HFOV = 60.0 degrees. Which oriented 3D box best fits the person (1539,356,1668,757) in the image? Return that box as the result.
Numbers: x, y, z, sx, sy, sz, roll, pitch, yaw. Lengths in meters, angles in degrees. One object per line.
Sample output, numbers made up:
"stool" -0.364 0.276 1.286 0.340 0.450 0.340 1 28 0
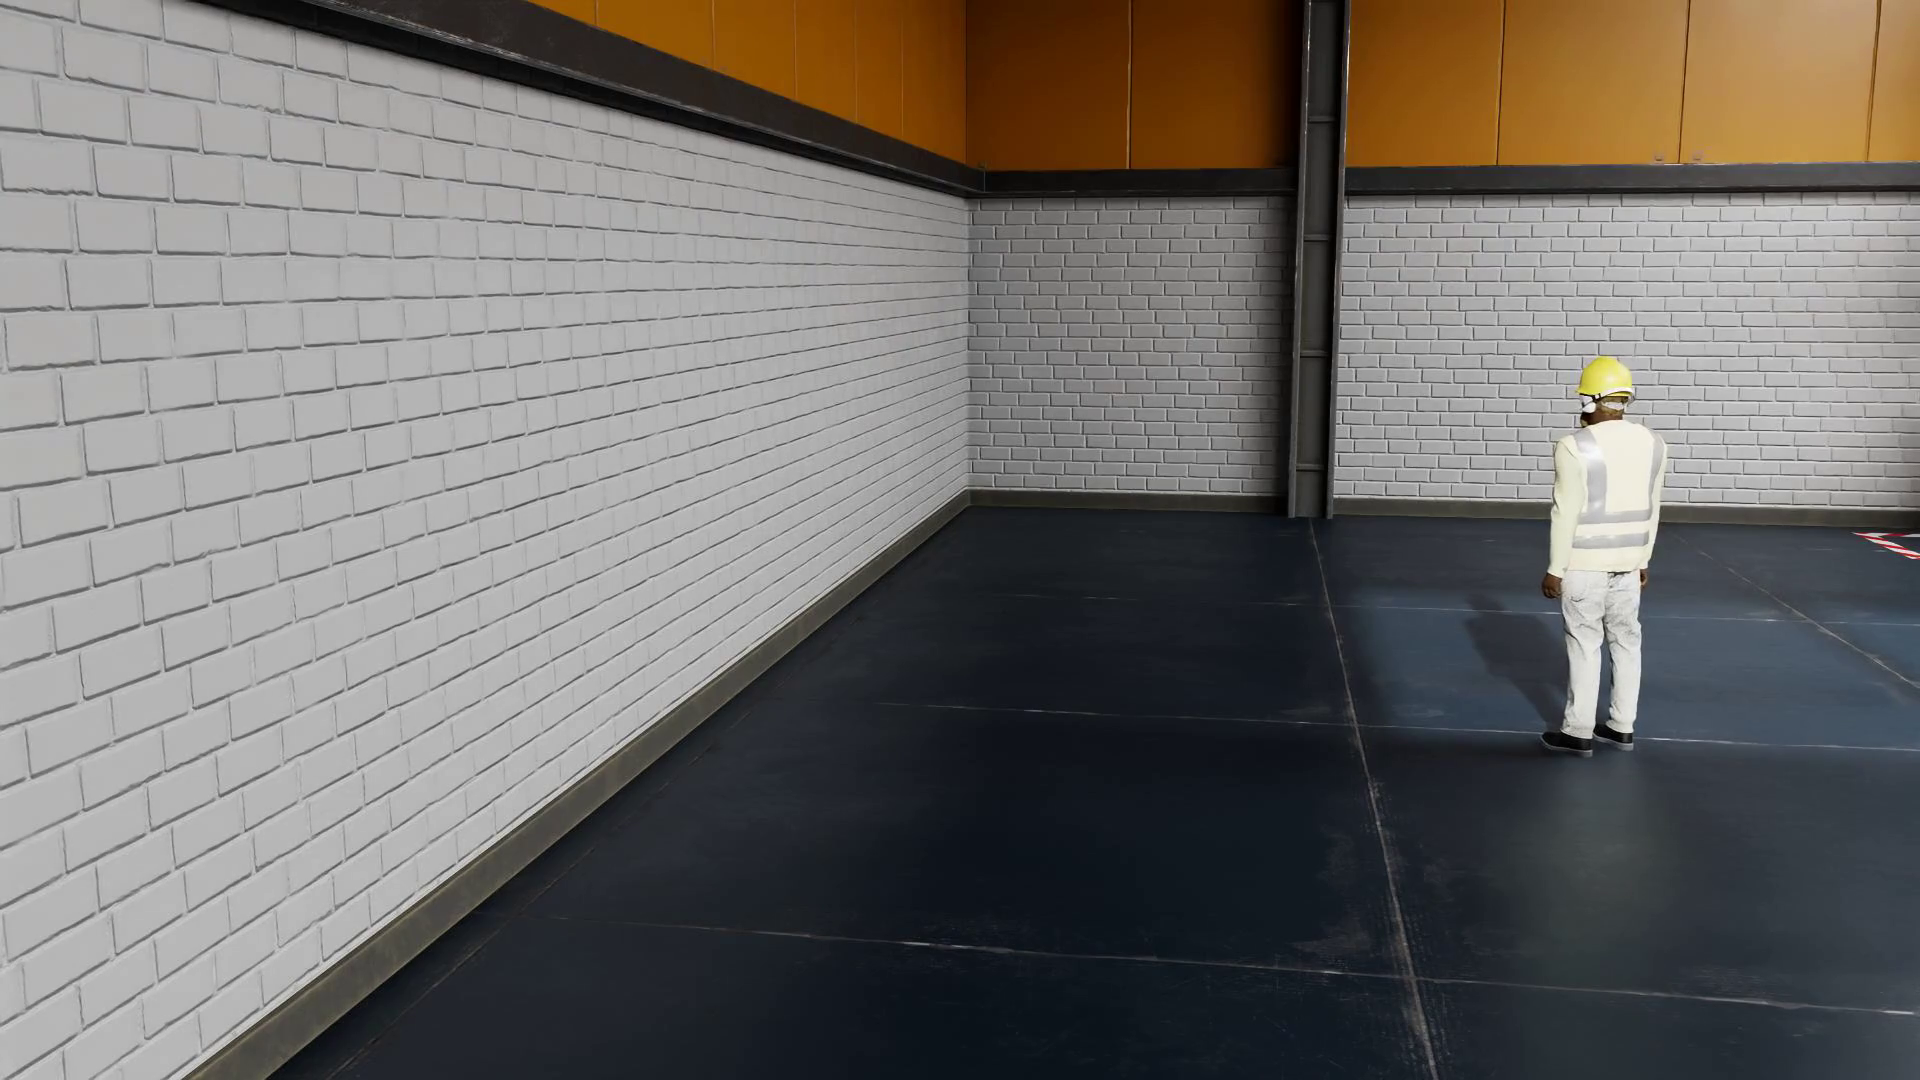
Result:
"person" 2.921 0.080 7.626 0.591 1.834 0.404 -3 10 -20
